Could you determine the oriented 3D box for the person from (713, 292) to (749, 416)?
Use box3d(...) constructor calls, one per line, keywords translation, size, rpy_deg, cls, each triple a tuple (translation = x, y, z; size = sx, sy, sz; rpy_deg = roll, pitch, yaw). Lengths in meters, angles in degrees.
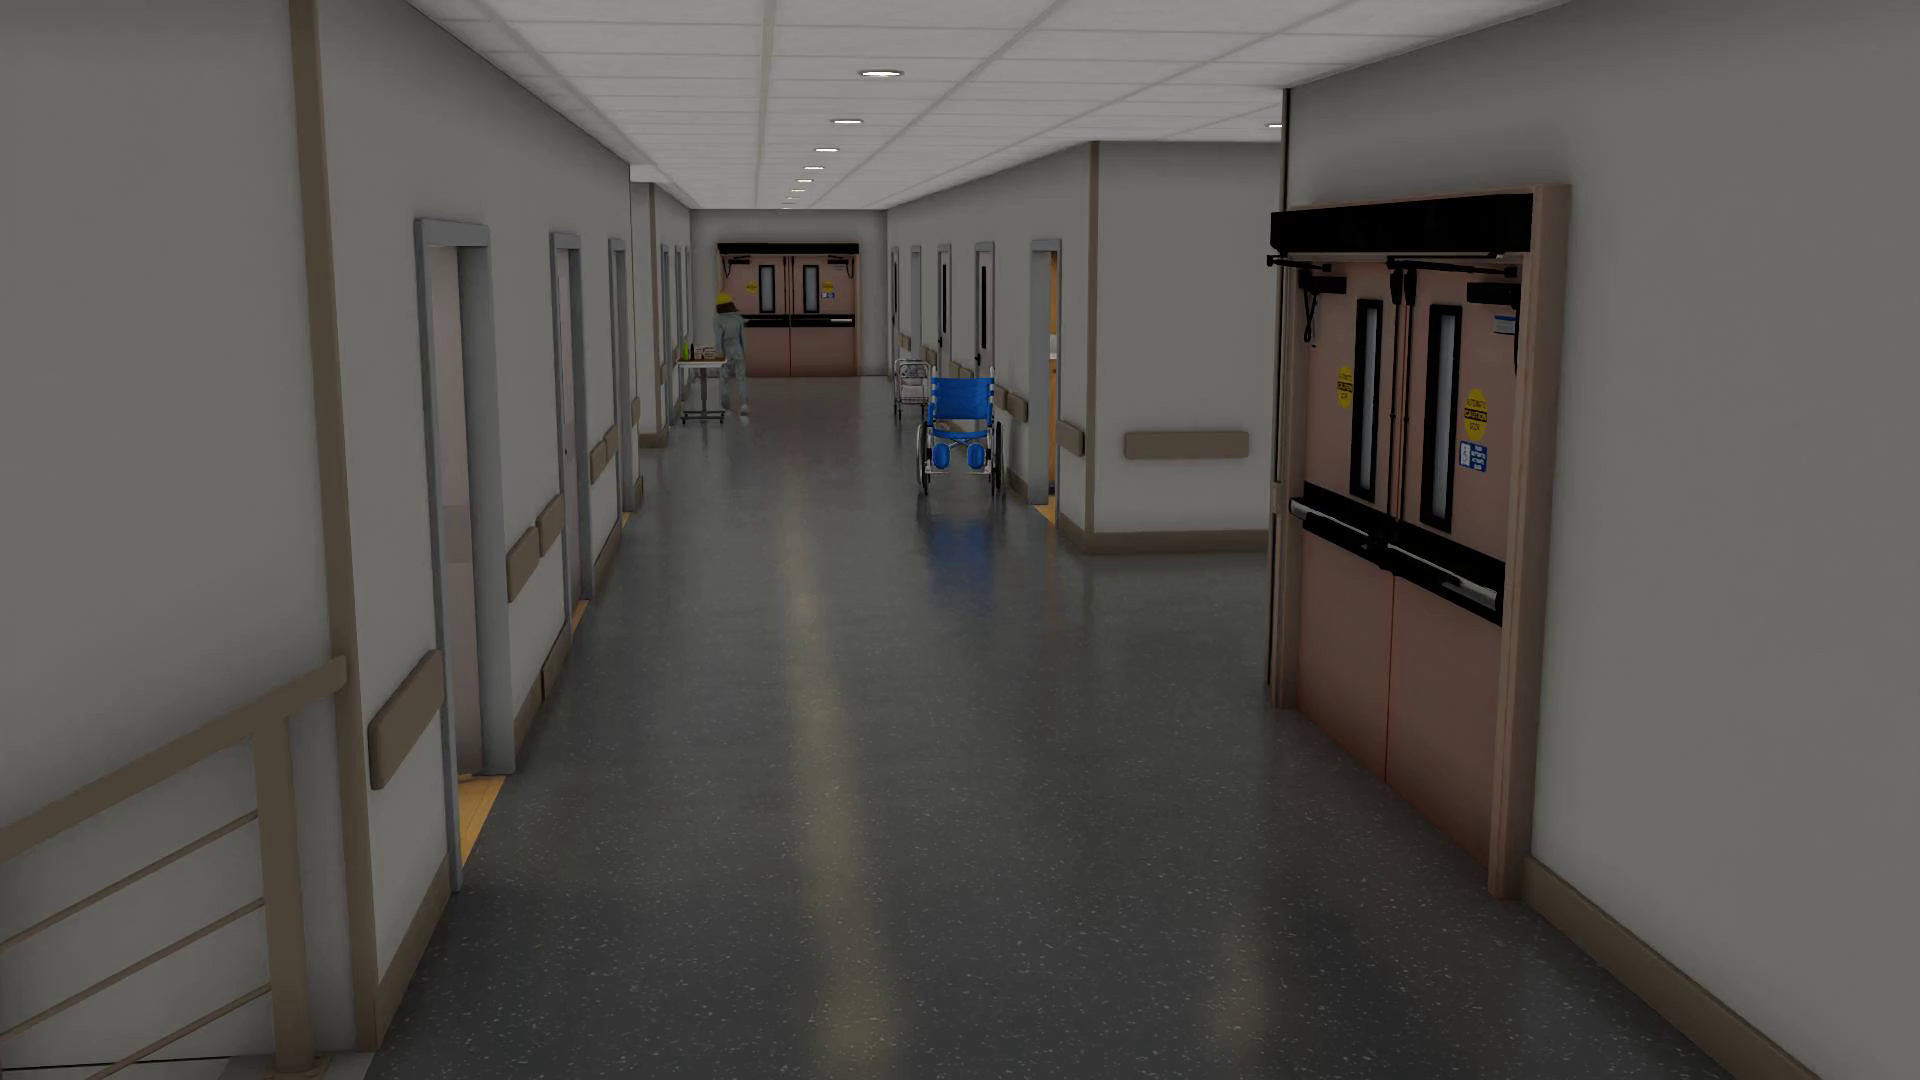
box3d(translation=(-3.153, -2.571, 22.979), size=(0.501, 1.704, 0.863), rpy_deg=(-5, 11, -29), cls="person")
